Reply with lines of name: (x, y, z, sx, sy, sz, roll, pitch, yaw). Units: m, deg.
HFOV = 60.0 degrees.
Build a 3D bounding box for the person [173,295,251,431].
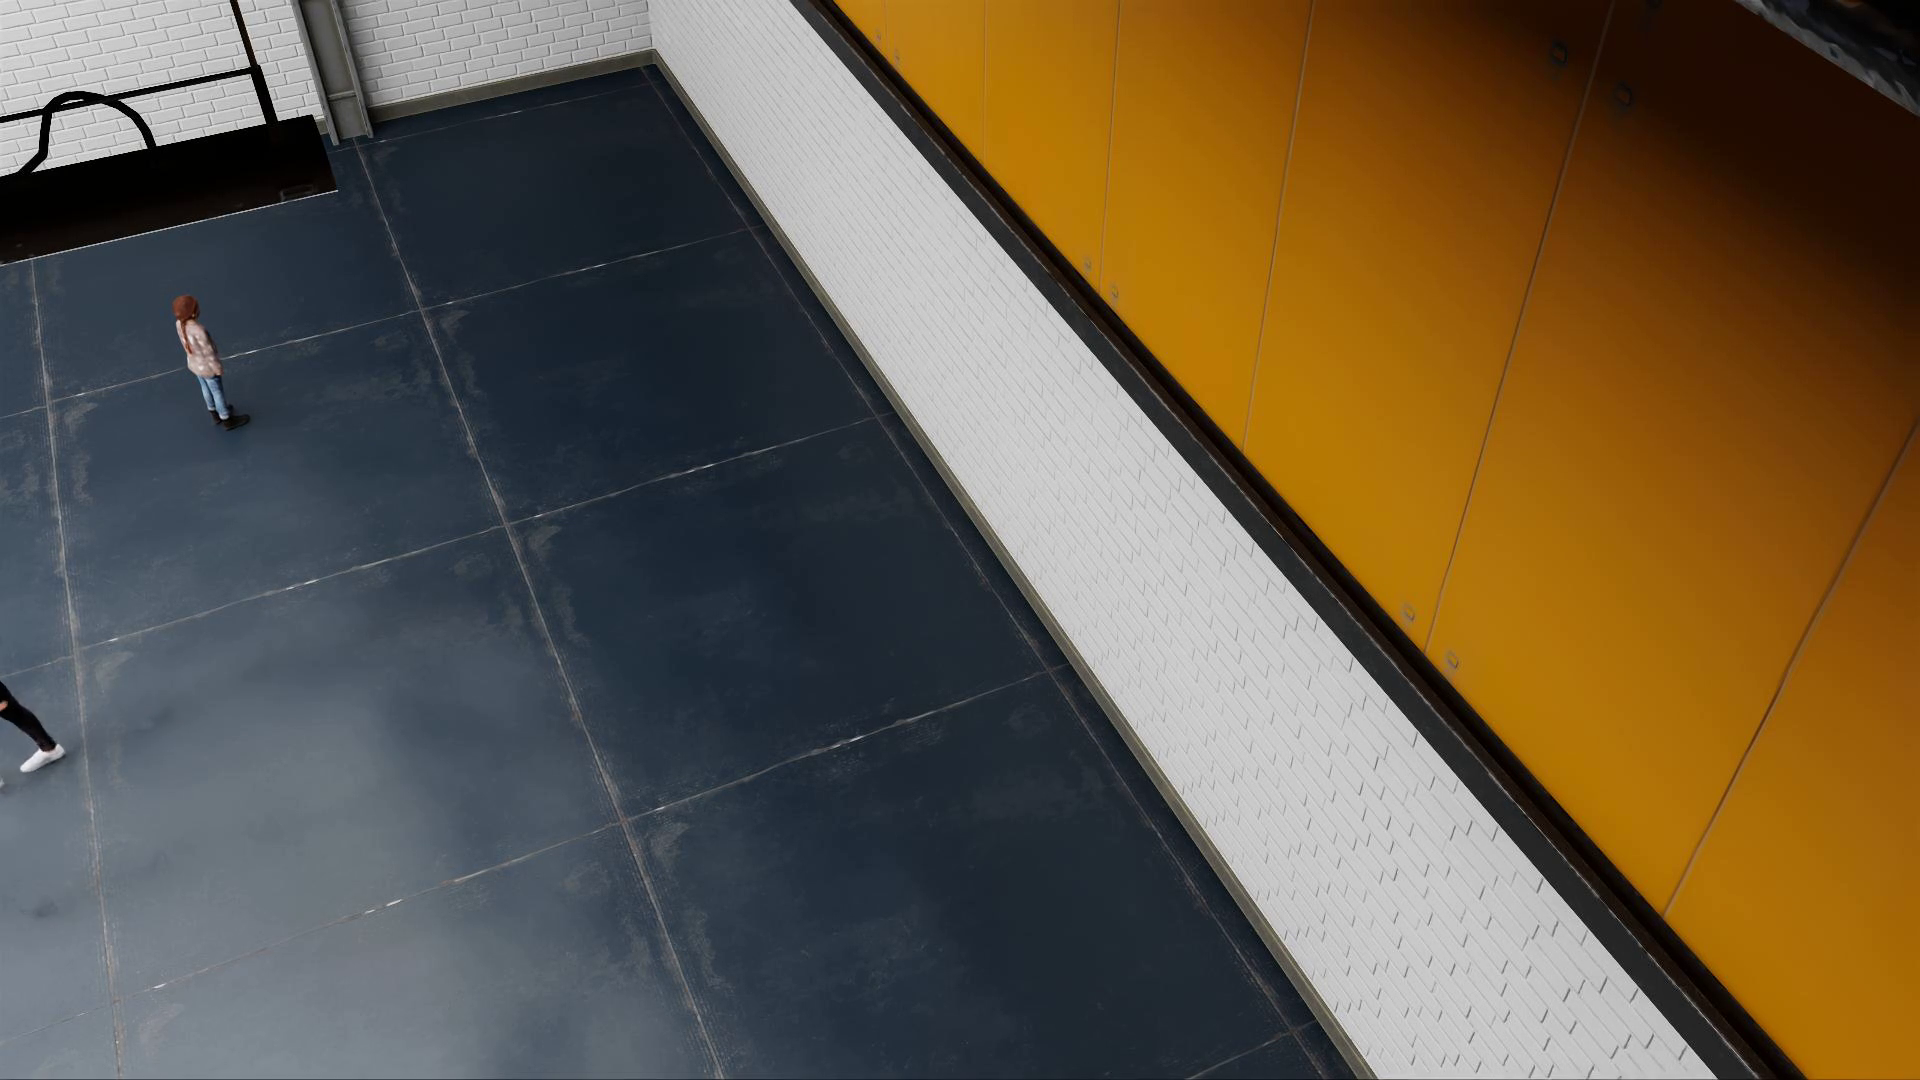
person: (-5.834, -1.371, 12.831, 0.546, 1.193, 0.572, 28, 50, 26)
